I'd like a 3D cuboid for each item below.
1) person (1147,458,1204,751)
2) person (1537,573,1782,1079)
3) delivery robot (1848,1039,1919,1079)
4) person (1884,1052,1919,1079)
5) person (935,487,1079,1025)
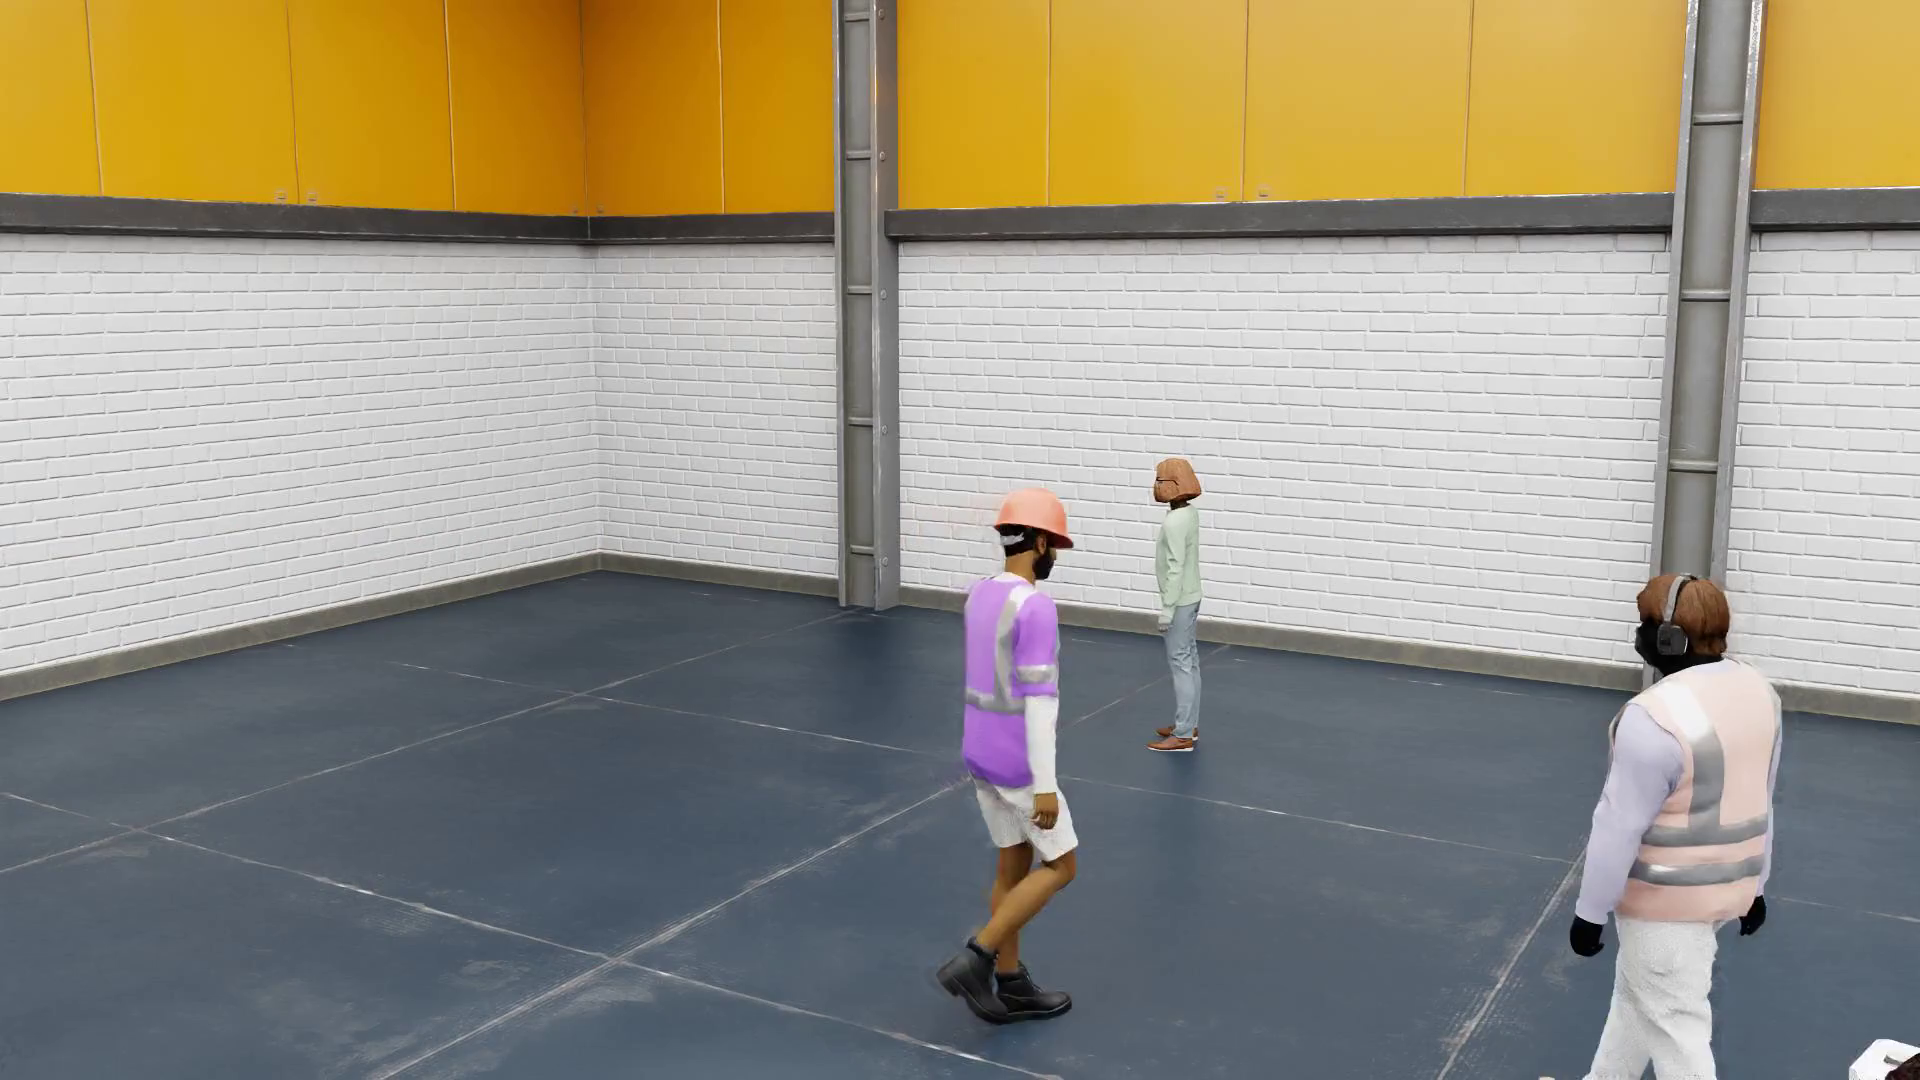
[{"bbox_3d":[1.203,0.359,9.244,0.281,1.633,0.501,3,10,19],"label":"person"},{"bbox_3d":[1.928,0.982,4.795,0.655,1.814,0.794,-7,12,-38],"label":"person"},{"bbox_3d":[2.840,1.605,4.538,0.707,0.478,0.477,9,13,44],"label":"delivery robot"},{"bbox_3d":[1.105,1.437,1.708,0.667,1.897,0.597,4,10,24],"label":"person"},{"bbox_3d":[0.193,0.777,5.814,0.542,1.896,0.630,-4,10,-23],"label":"person"}]
